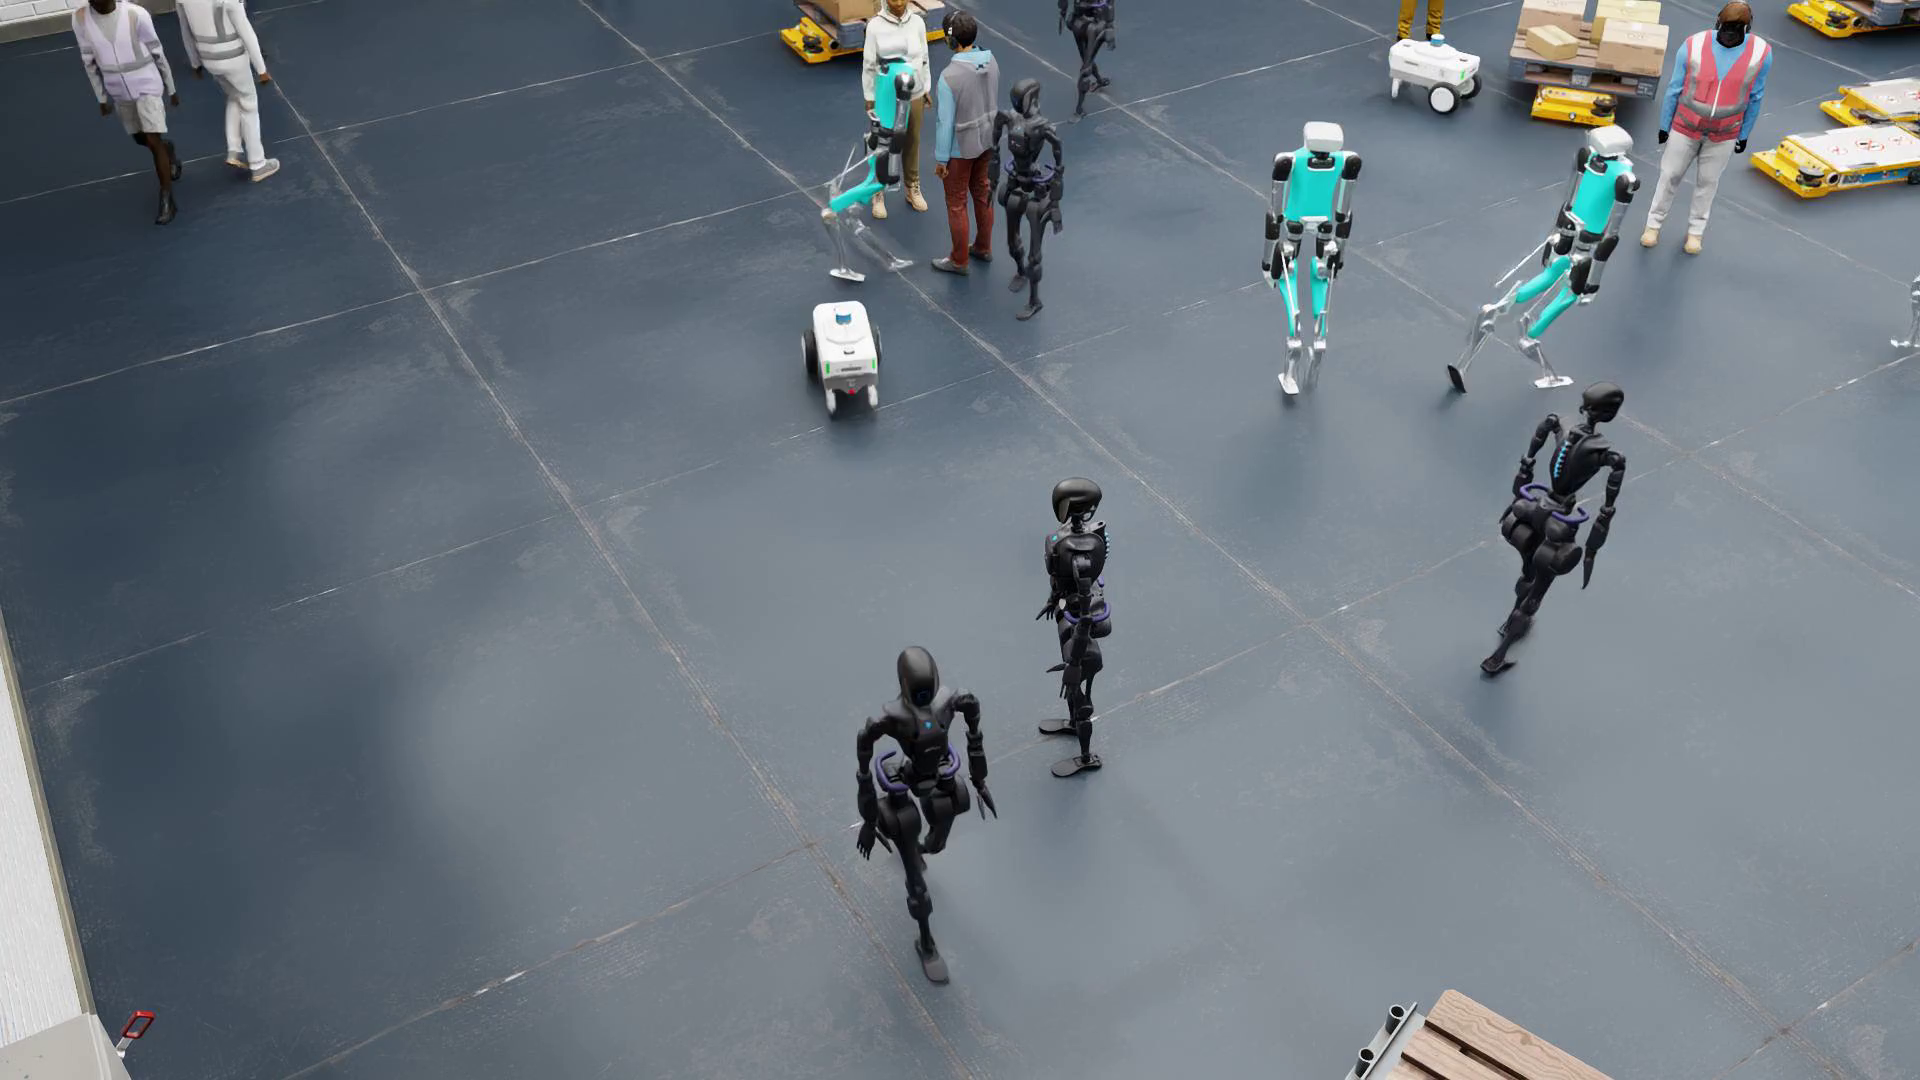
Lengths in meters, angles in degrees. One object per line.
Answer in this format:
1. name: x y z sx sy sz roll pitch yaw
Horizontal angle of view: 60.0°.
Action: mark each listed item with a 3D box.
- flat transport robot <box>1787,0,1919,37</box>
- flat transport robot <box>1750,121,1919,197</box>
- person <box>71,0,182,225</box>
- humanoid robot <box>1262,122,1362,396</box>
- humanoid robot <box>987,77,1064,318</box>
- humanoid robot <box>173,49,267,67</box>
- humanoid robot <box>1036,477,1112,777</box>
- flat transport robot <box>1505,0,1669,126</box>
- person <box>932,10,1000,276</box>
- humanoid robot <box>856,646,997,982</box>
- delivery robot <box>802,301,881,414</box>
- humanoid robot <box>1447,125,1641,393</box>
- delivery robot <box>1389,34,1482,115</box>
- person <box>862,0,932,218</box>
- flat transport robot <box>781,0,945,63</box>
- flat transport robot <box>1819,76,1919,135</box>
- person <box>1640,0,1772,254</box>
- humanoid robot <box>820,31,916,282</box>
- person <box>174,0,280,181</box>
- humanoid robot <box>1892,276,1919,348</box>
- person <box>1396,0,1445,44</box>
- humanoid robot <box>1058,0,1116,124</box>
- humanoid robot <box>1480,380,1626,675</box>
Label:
1. flat transport robot: 8.583 -4.963 15.554 1.431 0.231 0.659 -9 39 -11
2. flat transport robot: 7.044 -2.990 13.064 1.431 0.231 0.659 -10 39 -12
3. person: -6.066 -3.363 12.230 0.551 1.904 0.861 -4 39 -5
4. humanoid robot: 2.141 -1.569 10.131 0.539 1.838 0.746 -3 39 -4
5. humanoid robot: 0.464 -2.334 11.114 0.613 1.644 0.499 22 44 26
6. humanoid robot: -6.564 -4.864 14.329 0.769 1.629 0.601 -28 46 -30
7. humanoid robot: 0.523 0.397 7.646 0.315 1.657 0.599 -4 39 -5
8. flat transport robot: 5.319 -3.943 14.267 0.659 0.231 1.431 13 40 16
9. person: 0.047 -2.694 11.405 0.420 1.870 0.545 29 47 32
10. humanoid robot: -0.162 1.036 6.902 0.609 1.647 0.766 -15 41 -18
11. delivery robot: -0.731 -1.215 10.570 0.499 0.563 0.738 -6 39 -8
12. humanoid robot: 3.500 -1.643 10.195 0.967 1.768 0.554 -9 39 -11
13. delivery robot: 3.997 -3.968 14.062 0.735 0.587 0.524 26 45 29
14. person: -0.469 -3.241 12.175 0.519 1.767 0.371 -12 40 -15
15. flat transport robot: -0.854 -4.669 15.183 1.431 0.231 0.659 -17 42 -21
16. flat transport robot: 7.993 -3.605 13.840 1.431 0.231 0.659 -9 39 -11
17. person: 5.235 -2.892 11.688 0.629 1.836 0.431 13 40 16
18. humanoid robot: -0.727 -2.553 11.361 0.893 1.771 0.530 -10 39 -12
19. person: -5.514 -3.623 12.573 0.607 1.868 0.430 11 40 14
20. humanoid robot: 6.360 -1.839 10.457 0.801 1.796 0.530 14 41 17
21. person: 4.210 -5.217 14.687 0.528 1.750 0.344 -9 39 -11
22. humanoid robot: 1.096 -4.306 13.643 0.609 1.627 0.758 30 47 32
23. humanoid robot: 2.897 -0.059 8.240 0.554 1.631 0.587 -24 44 -27
